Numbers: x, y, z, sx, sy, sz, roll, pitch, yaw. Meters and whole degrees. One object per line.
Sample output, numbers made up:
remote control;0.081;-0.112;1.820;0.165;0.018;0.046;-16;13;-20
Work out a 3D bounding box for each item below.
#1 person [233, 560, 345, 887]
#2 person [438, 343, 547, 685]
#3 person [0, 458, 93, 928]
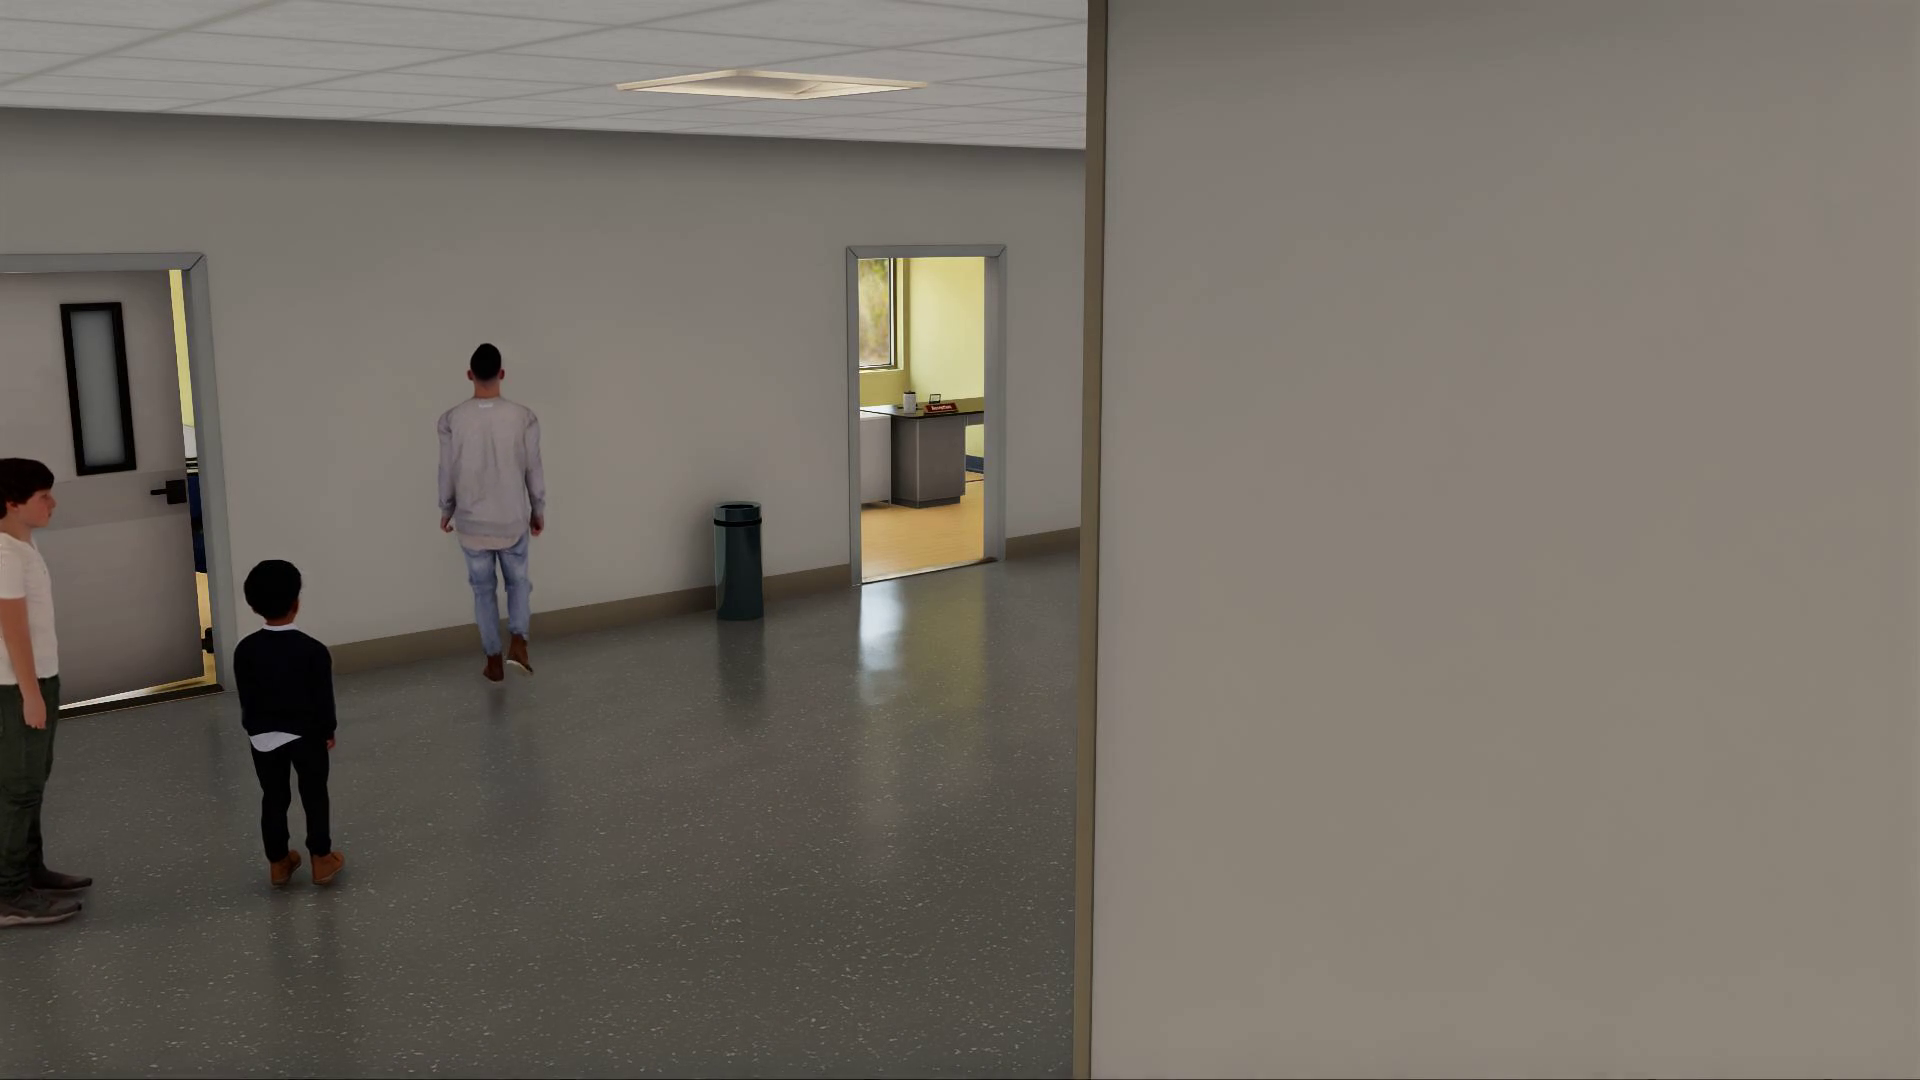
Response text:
person;-2.491;0.675;6.165;0.566;1.224;0.640;0;11;-2
person;-2.470;-0.114;8.796;0.825;1.833;0.898;-4;11;-18
person;-3.342;0.527;5.909;0.646;1.650;0.630;-3;11;-17
